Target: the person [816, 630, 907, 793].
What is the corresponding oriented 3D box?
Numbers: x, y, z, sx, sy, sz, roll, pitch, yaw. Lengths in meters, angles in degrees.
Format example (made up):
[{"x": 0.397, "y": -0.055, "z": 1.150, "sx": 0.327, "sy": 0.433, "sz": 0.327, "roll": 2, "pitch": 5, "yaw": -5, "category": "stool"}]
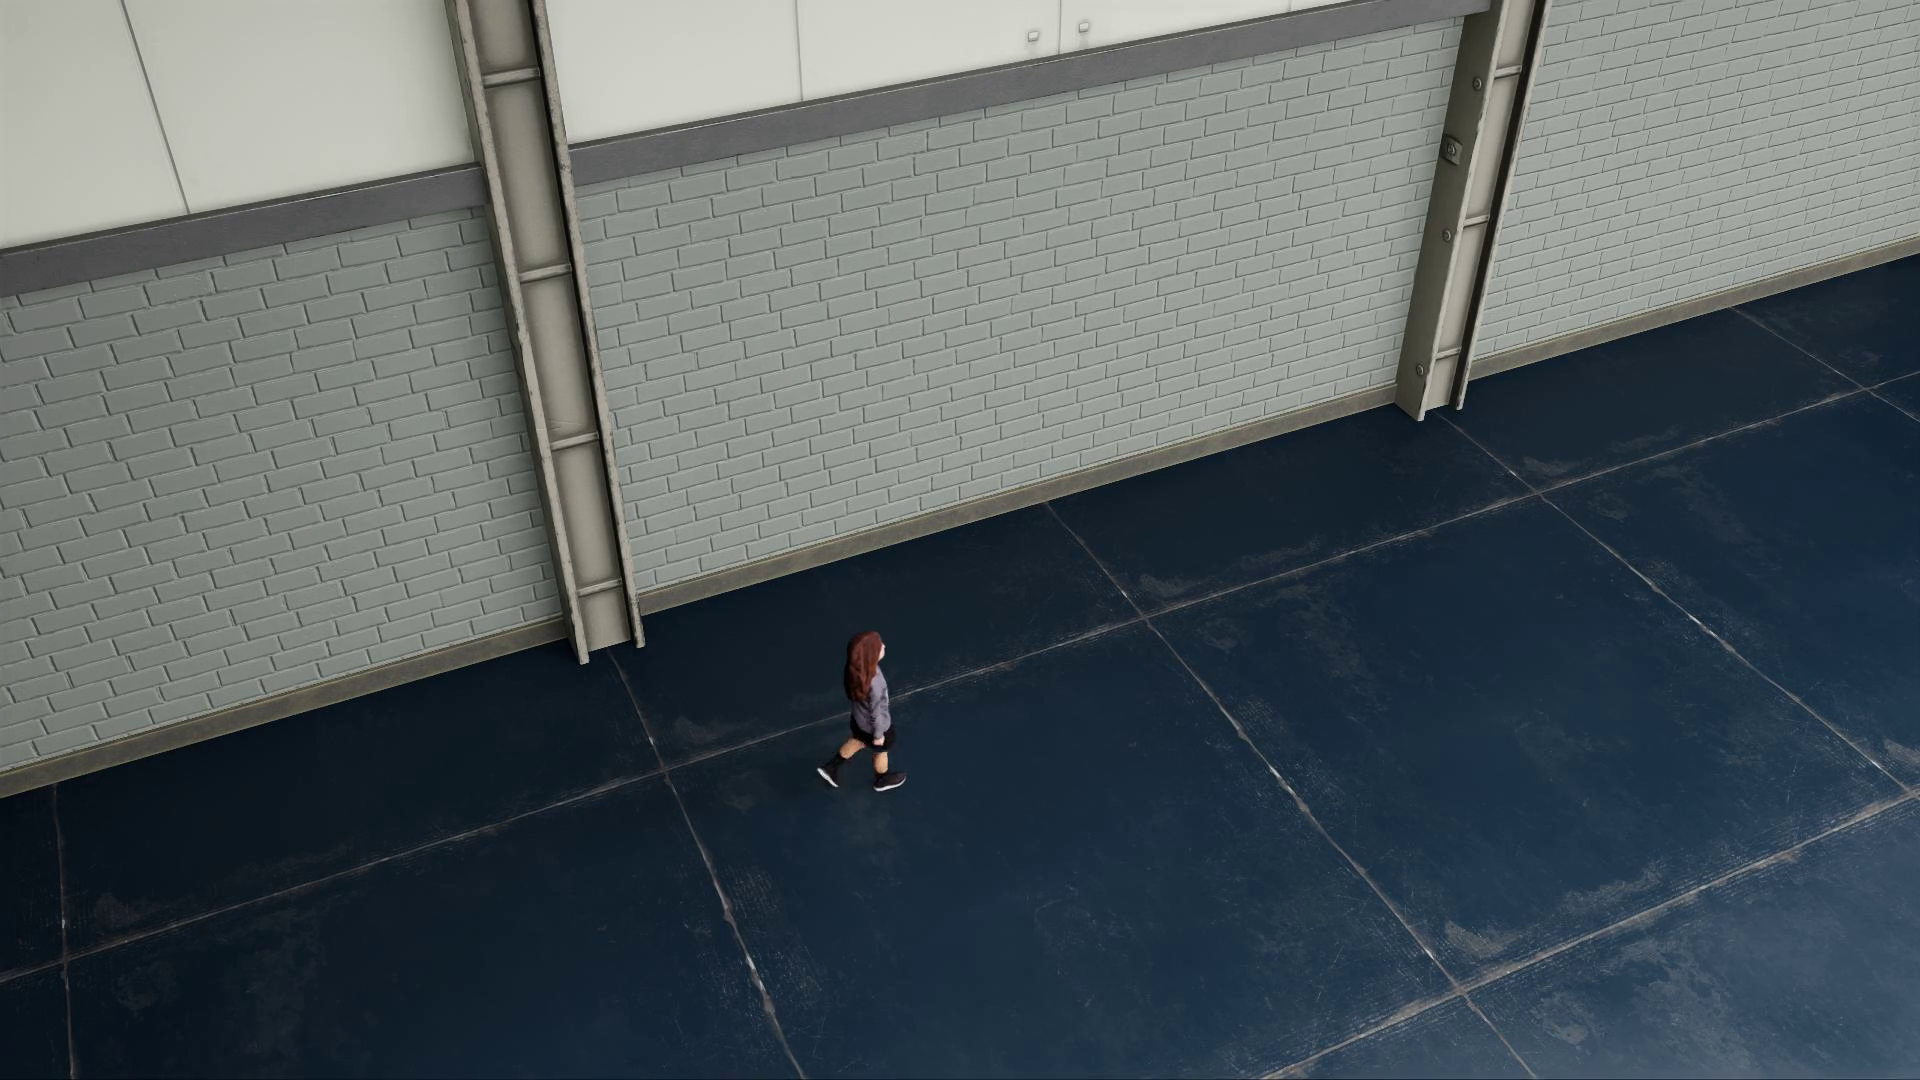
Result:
[{"x": -0.514, "y": 0.906, "z": 8.575, "sx": 0.698, "sy": 1.097, "sz": 0.496, "roll": -13, "pitch": 40, "yaw": -16, "category": "person"}]
